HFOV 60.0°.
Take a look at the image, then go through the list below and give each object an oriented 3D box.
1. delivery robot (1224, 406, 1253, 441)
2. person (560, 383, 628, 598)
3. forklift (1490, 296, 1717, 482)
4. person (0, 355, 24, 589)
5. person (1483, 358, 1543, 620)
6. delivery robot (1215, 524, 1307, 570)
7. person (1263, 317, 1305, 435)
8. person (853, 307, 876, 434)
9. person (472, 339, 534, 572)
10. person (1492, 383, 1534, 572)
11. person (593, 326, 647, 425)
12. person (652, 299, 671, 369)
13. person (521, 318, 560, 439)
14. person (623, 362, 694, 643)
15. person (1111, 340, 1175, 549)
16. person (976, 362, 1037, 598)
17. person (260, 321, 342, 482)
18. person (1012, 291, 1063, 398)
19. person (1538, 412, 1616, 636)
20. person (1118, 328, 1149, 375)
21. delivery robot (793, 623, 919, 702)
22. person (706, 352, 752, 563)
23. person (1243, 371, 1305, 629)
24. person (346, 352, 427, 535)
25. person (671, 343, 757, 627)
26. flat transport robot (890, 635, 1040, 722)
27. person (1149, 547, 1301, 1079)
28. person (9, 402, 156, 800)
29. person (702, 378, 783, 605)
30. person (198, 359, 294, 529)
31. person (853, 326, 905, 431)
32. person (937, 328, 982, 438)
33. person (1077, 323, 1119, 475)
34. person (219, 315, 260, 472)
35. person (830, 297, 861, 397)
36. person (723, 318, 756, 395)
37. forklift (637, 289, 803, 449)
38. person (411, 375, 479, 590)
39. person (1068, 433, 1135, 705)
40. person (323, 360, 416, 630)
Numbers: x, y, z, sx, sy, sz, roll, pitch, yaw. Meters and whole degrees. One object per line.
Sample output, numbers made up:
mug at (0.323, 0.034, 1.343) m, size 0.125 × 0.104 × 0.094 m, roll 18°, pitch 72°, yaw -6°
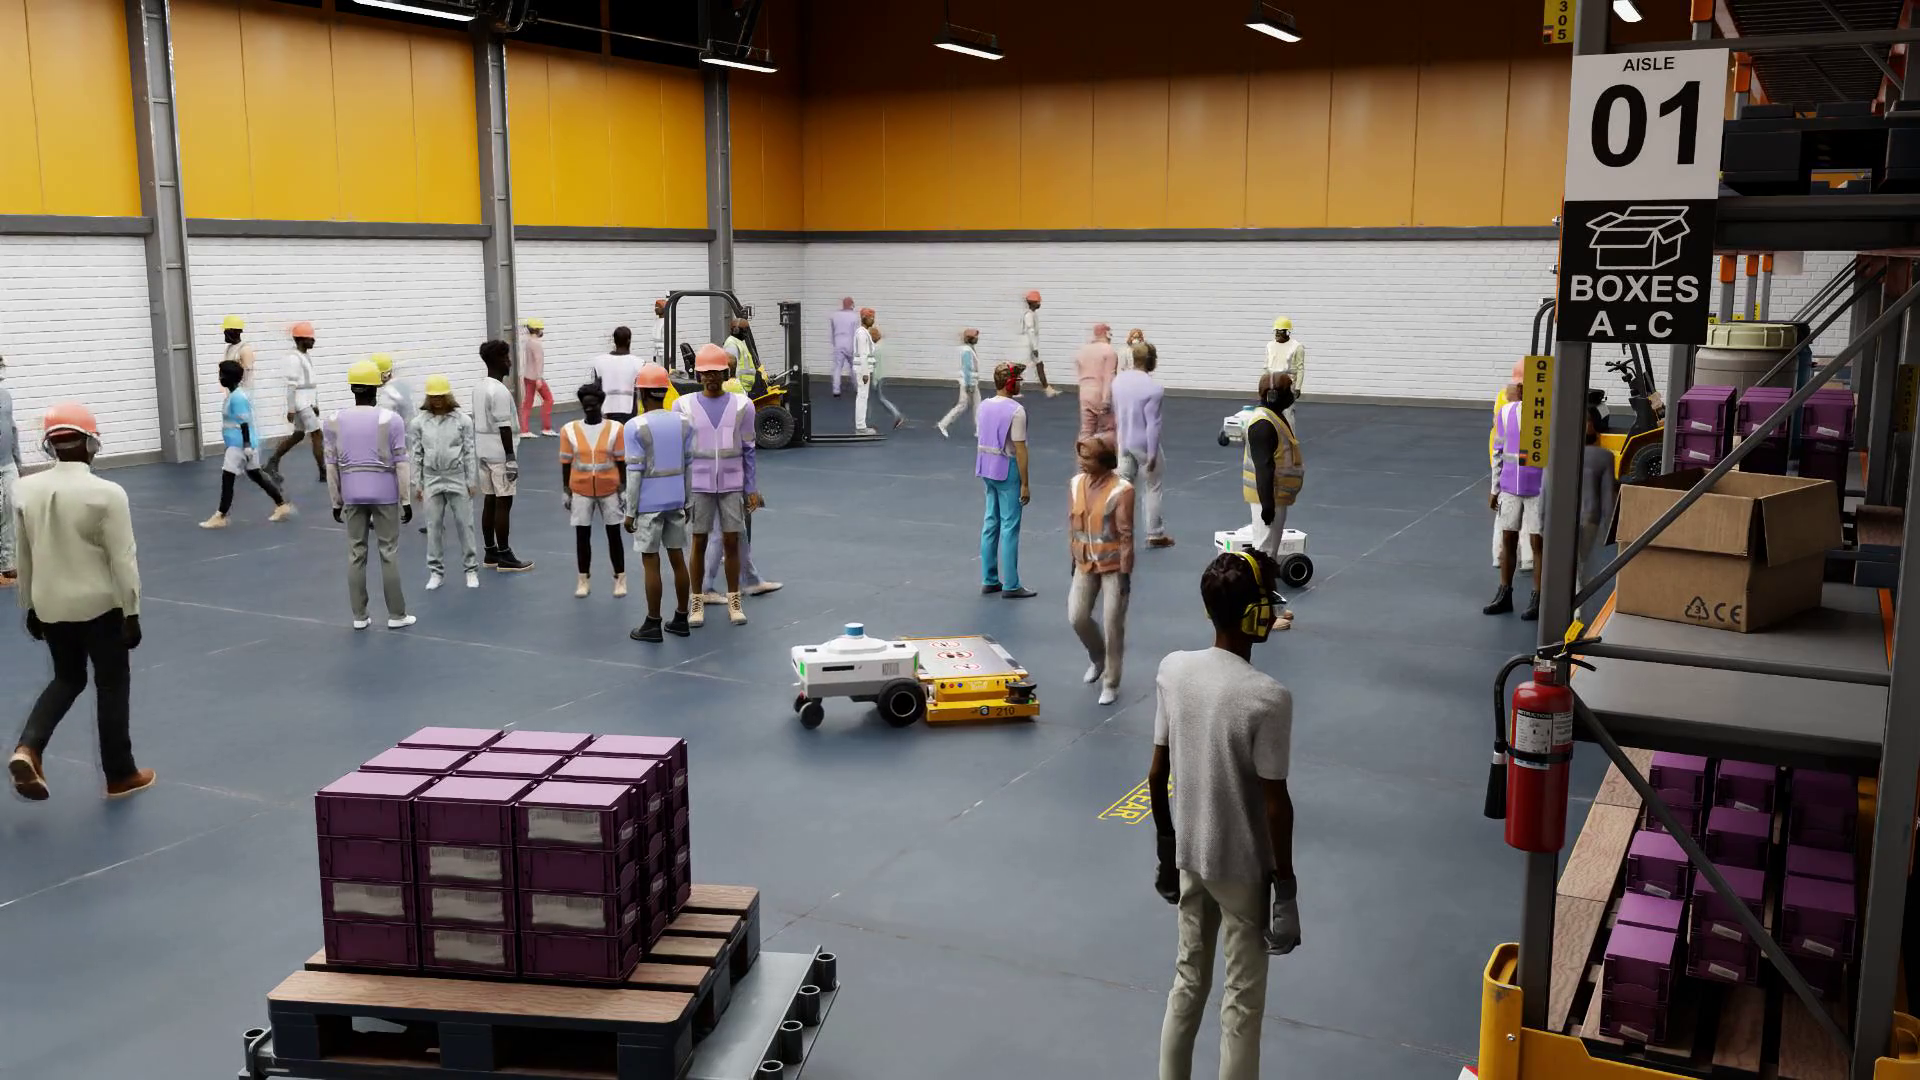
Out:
delivery robot at (3.983, -1.620, 23.136) m, size 0.477 × 0.478 × 0.707 m, roll 9°, pitch 13°, yaw 41°
person at (-2.833, -0.380, 12.945) m, size 0.536 × 1.691 × 0.319 m, roll -2°, pitch 10°, yaw -9°
forklift at (7.296, -1.677, 18.993) m, size 2.313 × 2.155 × 1.214 m, roll 5°, pitch 11°, yaw 27°
person at (-7.788, -0.581, 13.419) m, size 0.393 × 1.933 × 0.638 m, roll 0°, pitch 10°, yaw 1°
person at (4.146, -0.377, 12.218) m, size 0.552 × 1.933 × 0.374 m, roll 9°, pitch 14°, yaw 44°
delivery robot at (2.439, 0.042, 13.513) m, size 0.707 × 0.478 × 0.477 m, roll -2°, pitch 10°, yaw -10°
person at (4.342, -2.095, 22.459) m, size 0.601 × 1.830 × 0.403 m, roll 9°, pitch 13°, yaw 41°
person at (-1.414, -2.500, 24.647) m, size 0.343 × 1.884 × 0.584 m, roll -1°, pitch 10°, yaw -4°
person at (-3.904, -0.716, 14.091) m, size 0.368 × 1.967 × 0.603 m, roll -7°, pitch 12°, yaw -37°
person at (4.711, -0.541, 14.091) m, size 0.329 × 1.611 × 0.654 m, roll -3°, pitch 10°, yaw -19°
person at (-3.646, -1.386, 18.204) m, size 0.617 × 1.882 × 0.881 m, roll 2°, pitch 10°, yaw 10°
person at (-5.153, -3.225, 28.859) m, size 0.356 × 1.883 × 0.572 m, roll -9°, pitch 13°, yaw -41°
person at (-6.101, -2.344, 24.129) m, size 0.680 × 1.739 × 0.545 m, roll -7°, pitch 12°, yaw -35°
person at (-2.099, -0.258, 11.523) m, size 0.354 × 1.939 × 0.544 m, roll 9°, pitch 13°, yaw 43°
person at (1.562, -0.837, 14.946) m, size 0.895 × 1.915 × 0.630 m, roll -8°, pitch 13°, yaw -39°
person at (0.337, -0.465, 12.987) m, size 0.386 × 1.845 × 0.567 m, roll -7°, pitch 12°, yaw -36°
person at (-7.754, -1.606, 19.445) m, size 0.945 × 1.904 × 0.550 m, roll -1°, pitch 10°, yaw -8°
person at (1.341, -3.590, 30.681) m, size 1.072 × 1.984 × 0.634 m, roll 2°, pitch 10°, yaw 11°
person at (4.388, -0.132, 11.826) m, size 0.504 × 1.588 × 0.870 m, roll 1°, pitch 10°, yaw 7°
person at (2.459, -2.170, 23.472) m, size 0.501 × 1.631 × 0.285 m, roll -4°, pitch 11°, yaw -22°
delivery robot at (-0.603, 0.722, 9.574) m, size 0.707 × 0.478 × 0.477 m, roll -2°, pitch 10°, yaw -12°
person at (-2.000, -0.713, 14.446) m, size 0.343 × 1.839 × 0.506 m, roll -6°, pitch 11°, yaw -30°
person at (2.259, -0.293, 12.001) m, size 0.429 × 1.846 × 0.626 m, roll 3°, pitch 10°, yaw 17°
person at (-5.361, -0.896, 15.725) m, size 0.911 × 1.761 × 0.650 m, roll -1°, pitch 10°, yaw -7°
person at (-1.762, -0.389, 11.974) m, size 0.615 × 2.042 × 0.372 m, roll -3°, pitch 10°, yaw -14°
flat transport robot at (-0.006, 0.812, 10.148) m, size 0.652 × 0.197 × 1.431 m, roll -2°, pitch 10°, yaw -12°
person at (0.766, 0.944, 4.760) m, size 0.312 × 1.869 × 0.536 m, roll -8°, pitch 12°, yaw -38°
person at (-4.278, 0.332, 8.008) m, size 0.645 × 1.974 × 0.650 m, roll 2°, pitch 10°, yaw 13°
person at (-1.711, -0.370, 12.761) m, size 0.716 × 1.735 × 0.543 m, roll -4°, pitch 10°, yaw -20°
person at (-7.044, -0.954, 16.364) m, size 0.874 × 1.657 × 0.541 m, roll -5°, pitch 11°, yaw -27°
person at (-1.226, -2.436, 25.105) m, size 0.776 × 1.606 × 0.519 m, roll 0°, pitch 10°, yaw -1°
person at (0.072, -2.266, 24.102) m, size 0.770 × 1.612 × 0.527 m, roll 2°, pitch 10°, yaw 10°
person at (1.620, -1.640, 19.760) m, size 0.582 × 1.856 × 0.673 m, roll -8°, pitch 13°, yaw -39°
person at (-8.898, -1.809, 20.525) m, size 0.588 × 1.930 × 0.364 m, roll 9°, pitch 13°, yaw 42°
person at (-2.133, -3.625, 31.276) m, size 0.646 × 1.853 × 0.989 m, roll 3°, pitch 10°, yaw 17°
person at (-2.898, -1.992, 21.858) m, size 0.429 × 1.838 × 0.622 m, roll 0°, pitch 10°, yaw -1°
forklift at (-3.358, -2.392, 23.136) m, size 2.313 × 2.155 × 1.214 m, roll -1°, pitch 10°, yaw -5°
person at (-4.102, -0.455, 13.275) m, size 0.492 × 1.733 × 0.371 m, roll -2°, pitch 10°, yaw -11°
person at (0.871, 0.163, 9.992) m, size 0.515 × 1.625 × 0.422 m, roll 7°, pitch 12°, yaw 37°
person at (-4.202, -0.312, 11.861) m, size 0.585 × 1.929 × 0.370 m, roll 0°, pitch 10°, yaw -1°
